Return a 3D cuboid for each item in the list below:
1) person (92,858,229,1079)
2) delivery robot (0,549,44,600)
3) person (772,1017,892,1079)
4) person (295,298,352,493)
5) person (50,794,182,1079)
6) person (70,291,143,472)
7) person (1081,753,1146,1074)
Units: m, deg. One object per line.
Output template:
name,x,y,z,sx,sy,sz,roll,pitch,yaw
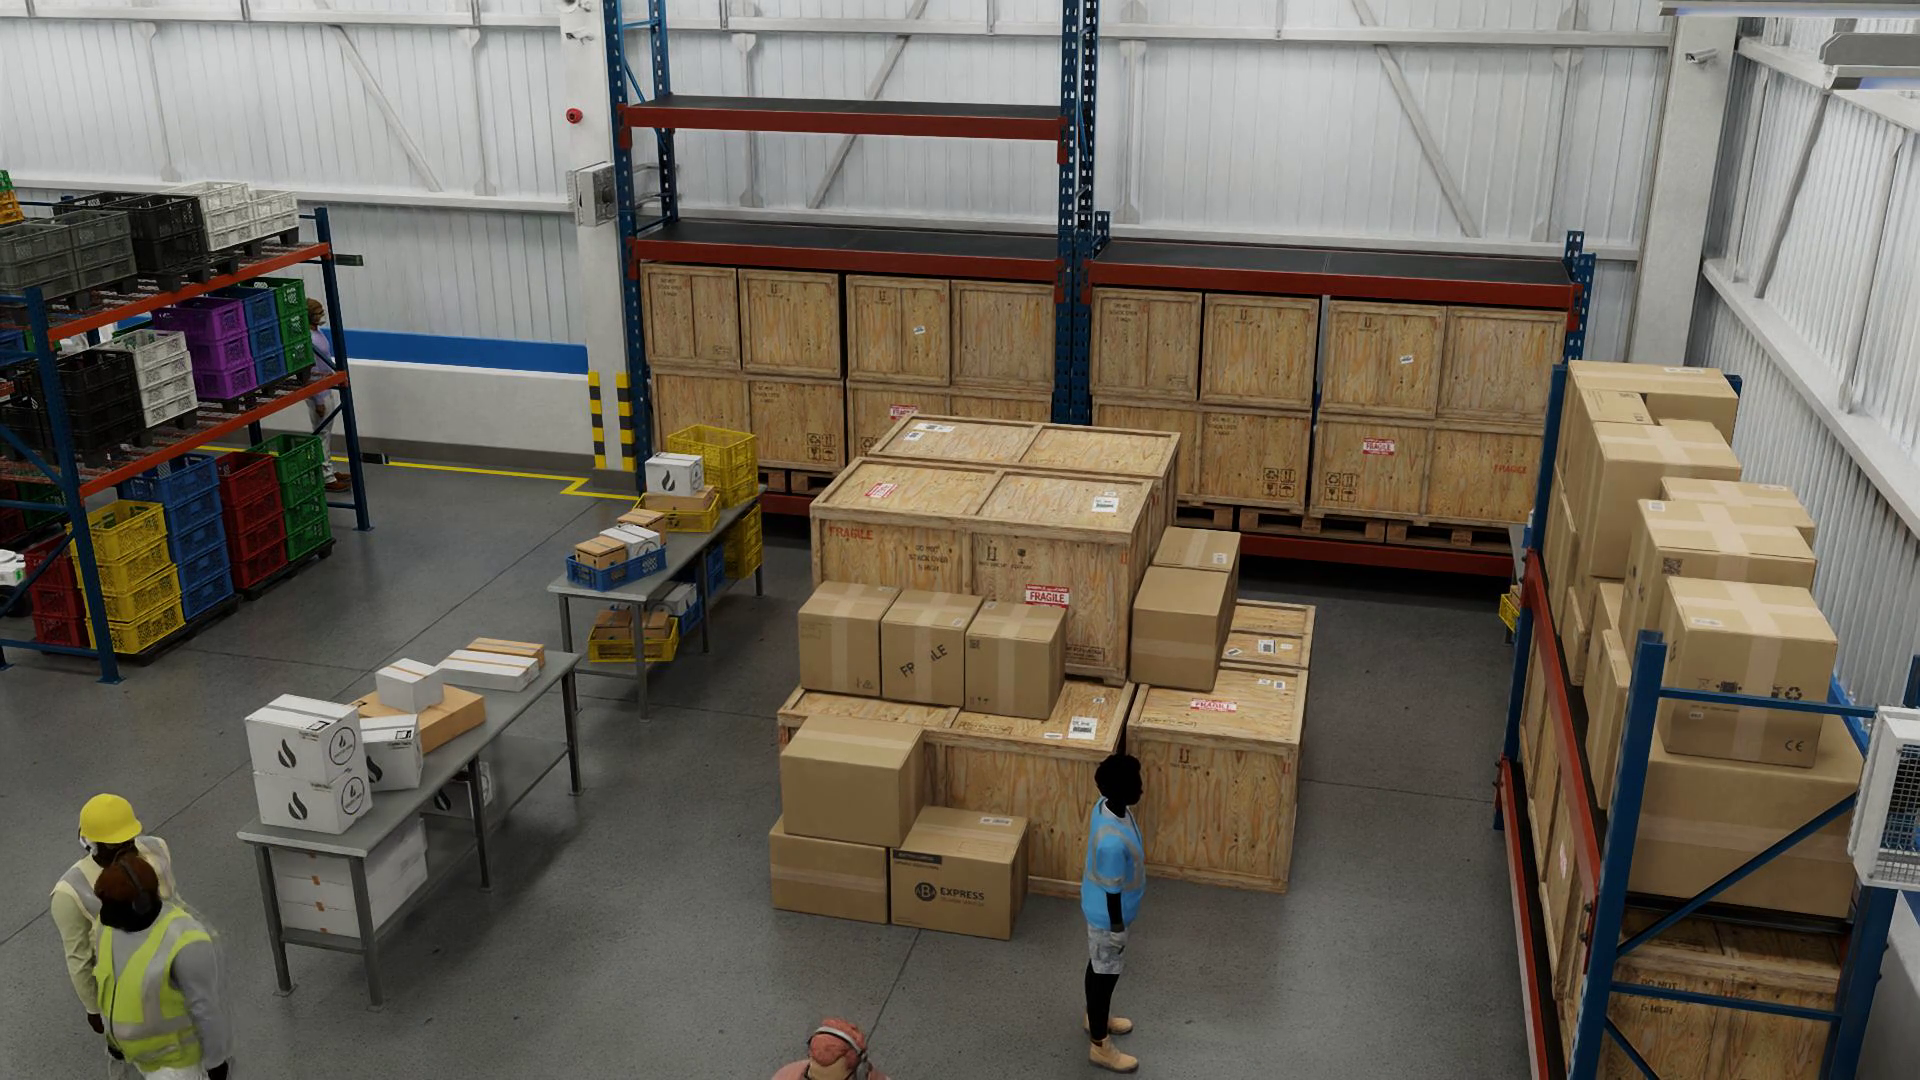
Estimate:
person,-3.442,2.153,7.249,0.632,1.811,0.859,12,24,28
delivery robot,-8.018,0.251,13.830,0.707,0.478,0.477,4,21,9
person,-0.438,2.551,6.070,0.636,1.902,0.405,7,22,17
person,-6.325,-1.439,16.455,0.369,1.939,0.631,-5,22,-14
person,-3.776,1.983,7.648,0.404,1.833,0.590,9,23,22
person,-8.783,-1.650,17.085,0.356,1.883,0.572,7,22,17
person,0.759,1.823,8.254,0.318,1.696,0.537,1,21,2
